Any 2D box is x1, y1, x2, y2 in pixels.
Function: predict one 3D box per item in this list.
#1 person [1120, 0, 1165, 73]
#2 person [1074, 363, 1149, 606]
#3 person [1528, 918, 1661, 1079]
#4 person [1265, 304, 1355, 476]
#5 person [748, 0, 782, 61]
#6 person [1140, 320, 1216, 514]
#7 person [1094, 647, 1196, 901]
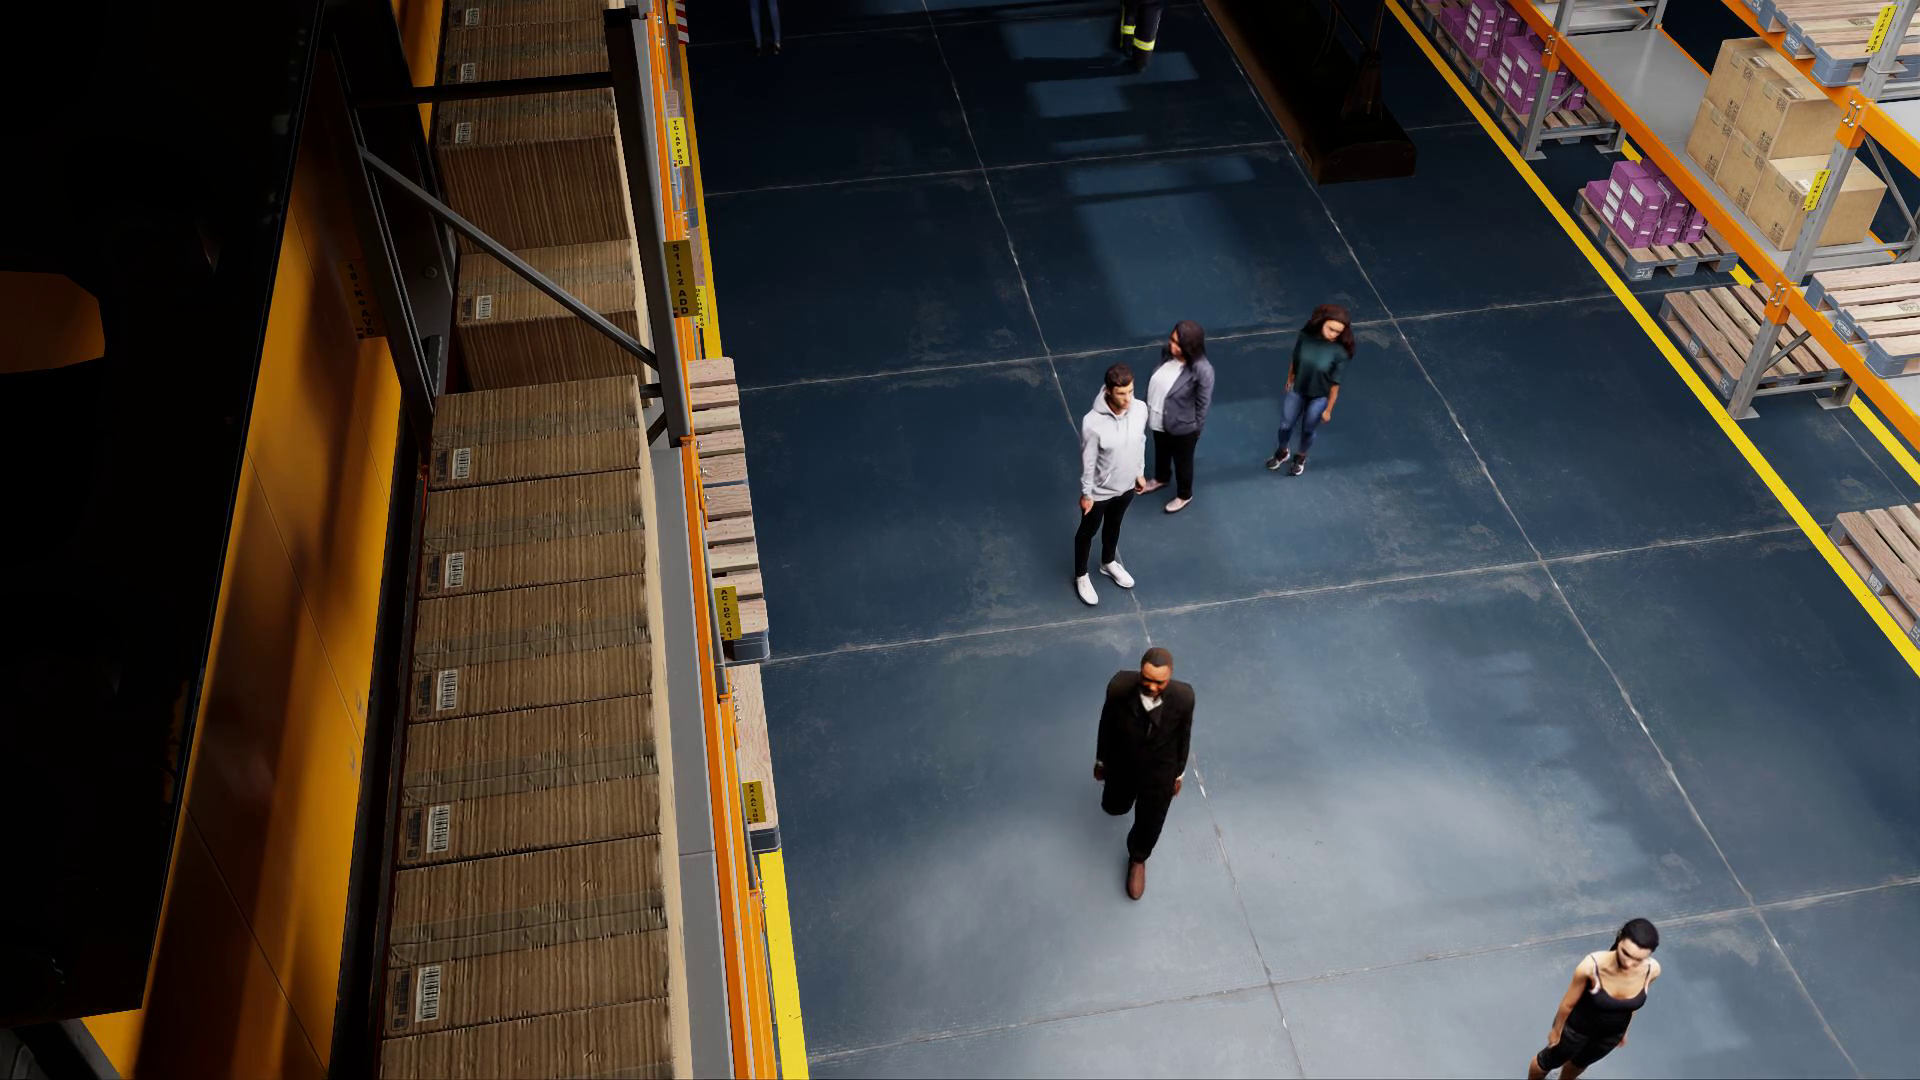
[{"bbox_3d":[1.873,-5.669,16.743,0.873,1.965,0.870,5,44,5],"label":"person"},{"bbox_3d":[0.998,-0.412,11.249,0.762,1.930,0.737,-24,48,-23],"label":"person"},{"bbox_3d":[3.189,2.430,8.413,0.593,1.727,0.566,-1,44,-1],"label":"person"},{"bbox_3d":[2.583,-1.110,12.224,0.794,1.596,0.726,-29,51,-27],"label":"person"},{"bbox_3d":[-2.055,-5.783,16.984,0.593,1.796,0.471,-7,44,-8],"label":"person"},{"bbox_3d":[1.582,-0.914,12.020,0.838,1.594,0.736,-25,49,-24],"label":"person"},{"bbox_3d":[1.065,1.217,9.569,0.930,1.888,1.124,10,45,11],"label":"person"}]
